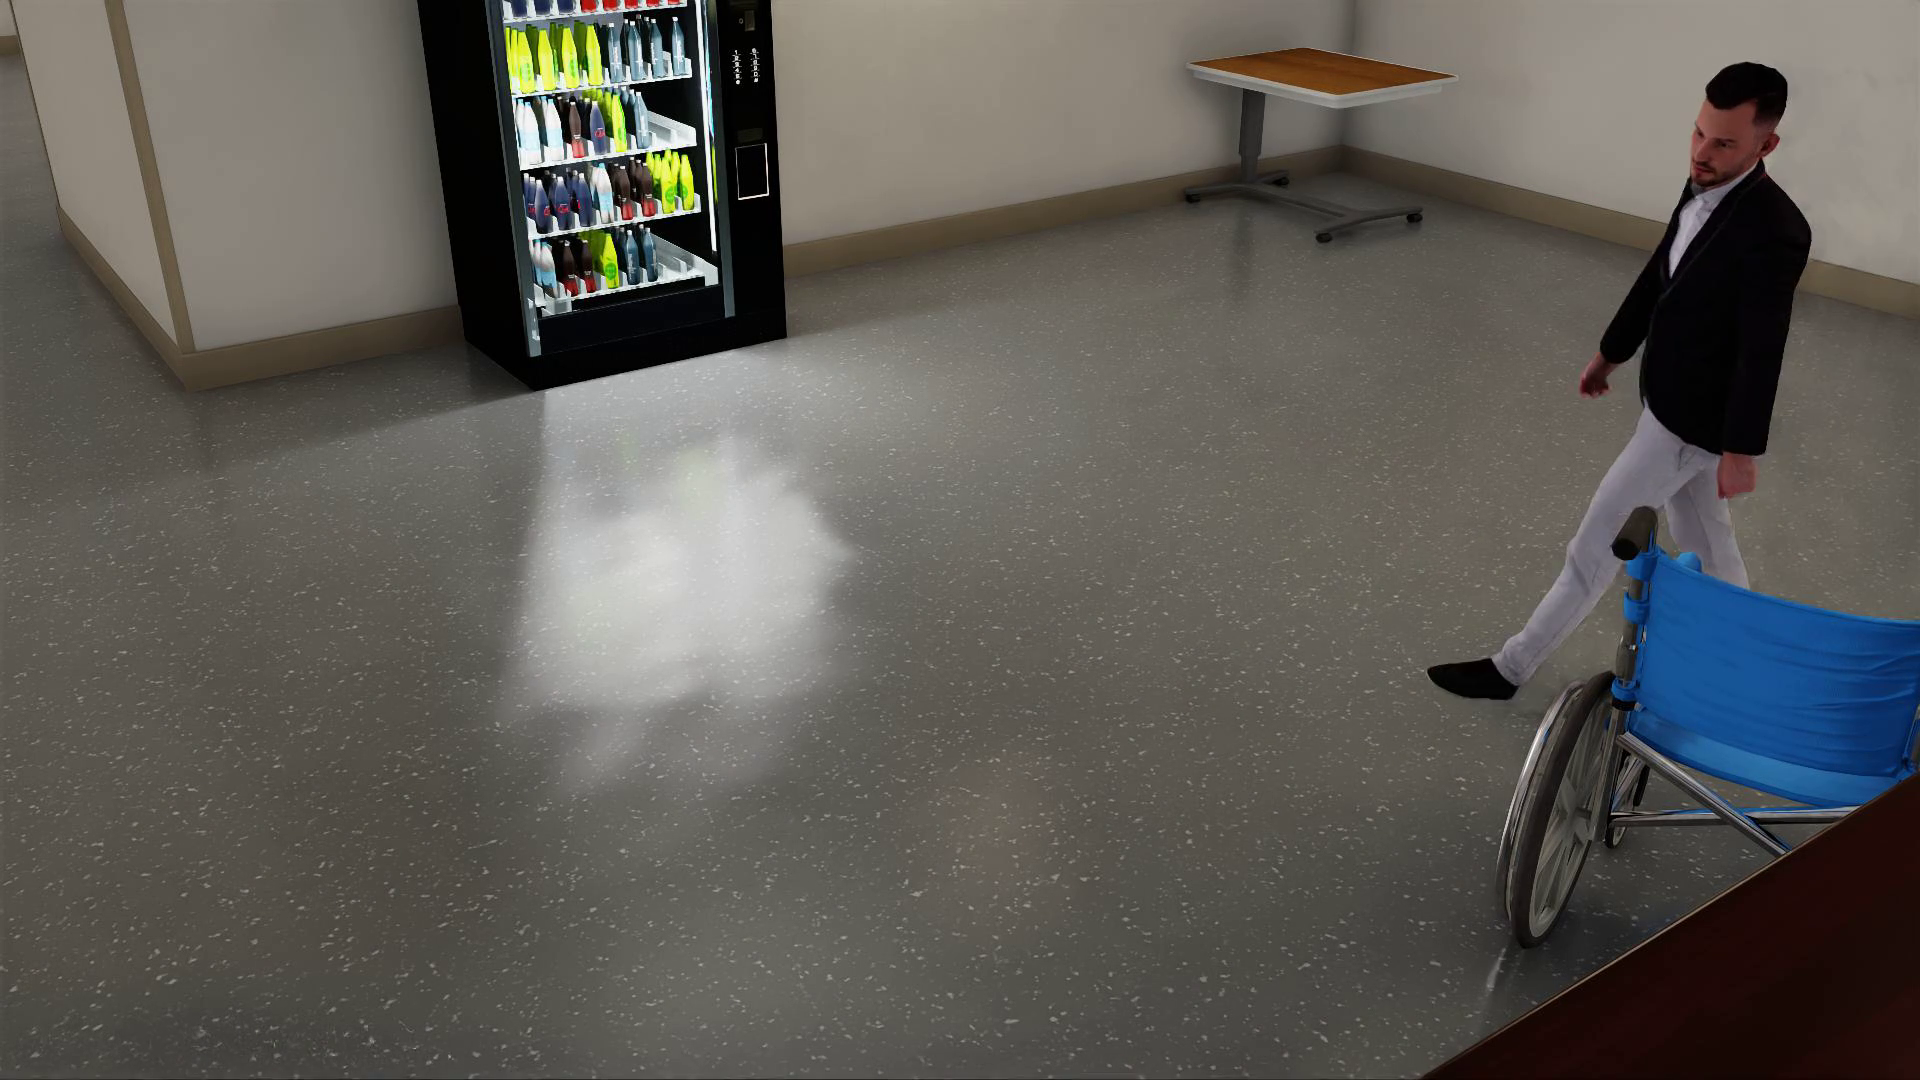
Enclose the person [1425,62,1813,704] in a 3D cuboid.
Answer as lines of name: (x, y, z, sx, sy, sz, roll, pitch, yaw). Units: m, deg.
person: (1.946, -0.274, 4.206, 1.242, 1.775, 1.198, 7, 27, 14)
